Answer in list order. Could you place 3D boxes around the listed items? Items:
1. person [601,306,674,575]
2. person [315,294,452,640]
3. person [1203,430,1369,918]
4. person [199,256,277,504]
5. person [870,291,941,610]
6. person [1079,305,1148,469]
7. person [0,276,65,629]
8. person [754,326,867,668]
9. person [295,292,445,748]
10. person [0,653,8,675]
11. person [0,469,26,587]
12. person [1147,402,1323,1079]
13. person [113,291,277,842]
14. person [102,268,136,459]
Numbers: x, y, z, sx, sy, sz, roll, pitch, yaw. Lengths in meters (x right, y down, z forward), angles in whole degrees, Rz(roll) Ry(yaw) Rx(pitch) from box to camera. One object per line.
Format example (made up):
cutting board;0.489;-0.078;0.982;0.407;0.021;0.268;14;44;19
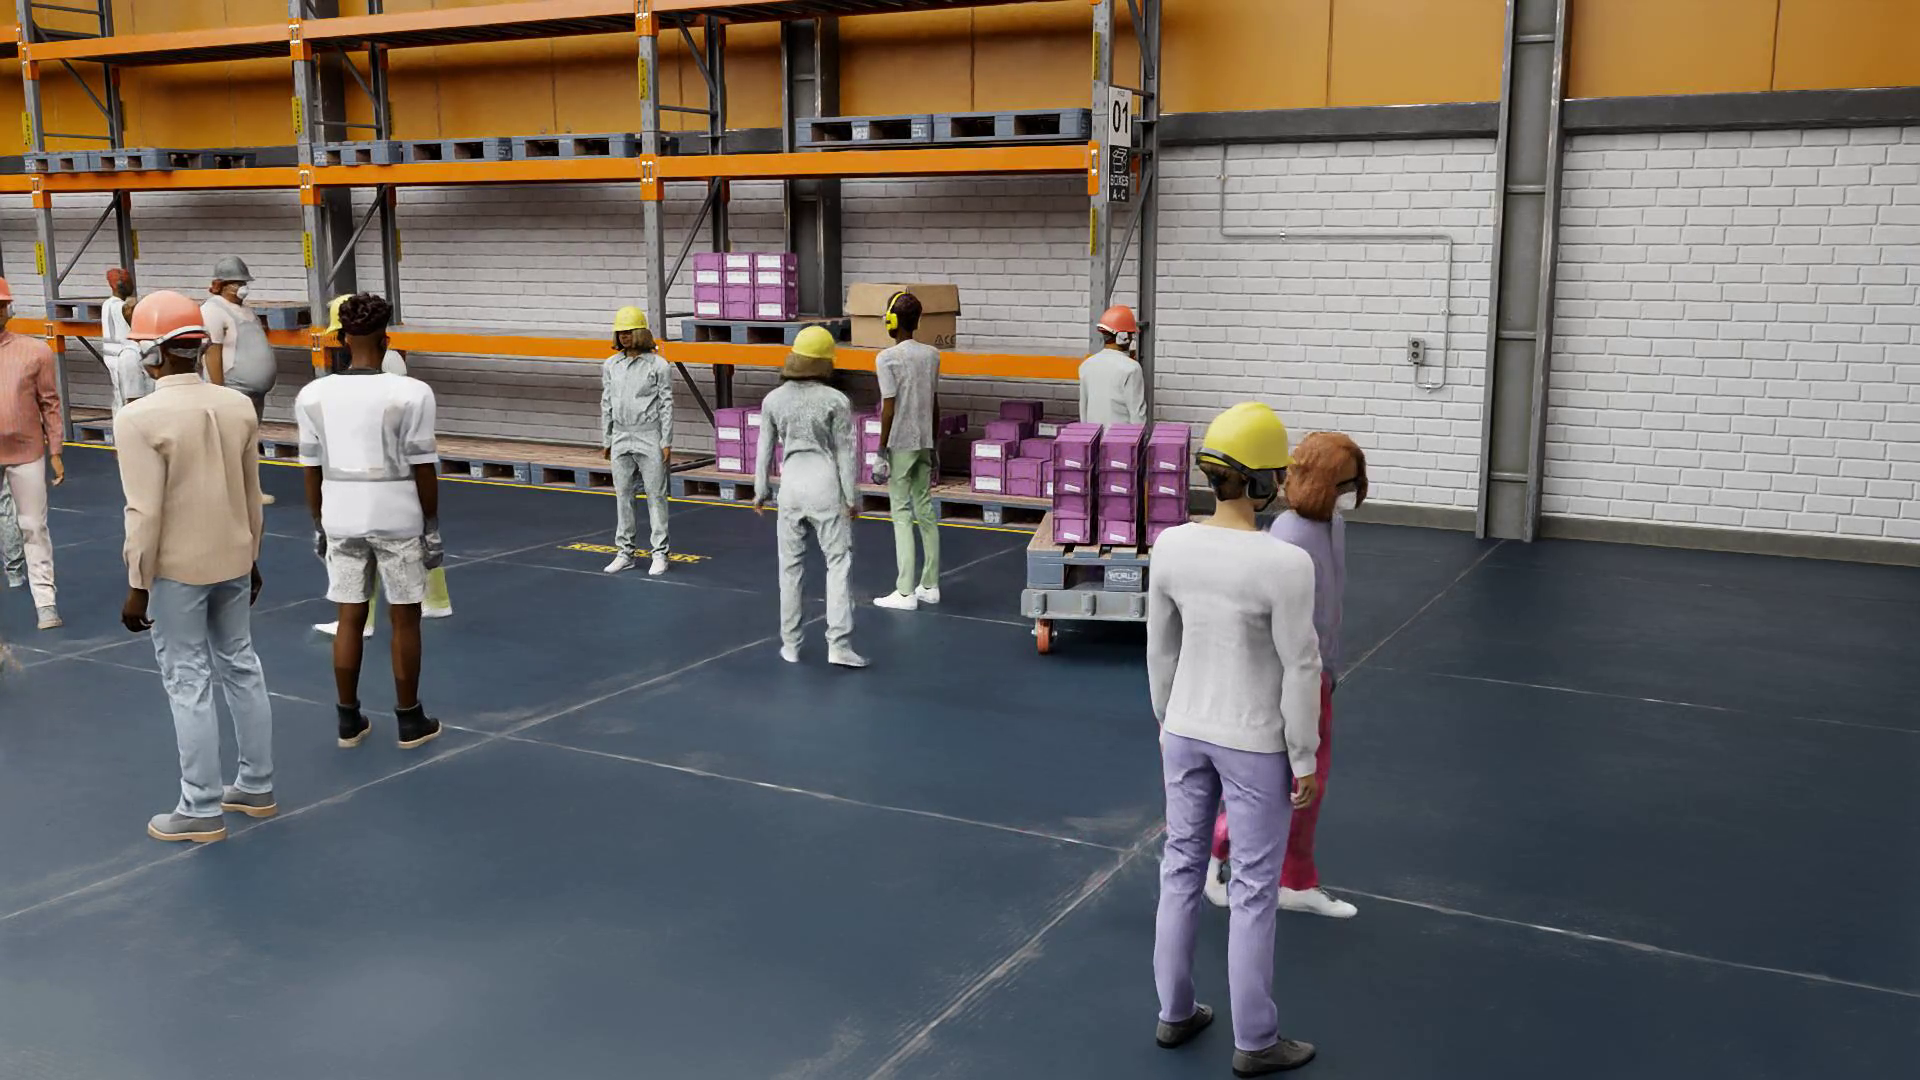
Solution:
person;-2.100;-0.637;10.783;0.492;1.742;0.319;3;11;15
person;-3.222;-0.413;9.204;0.523;1.885;0.744;0;10;2
person;1.016;0.440;5.218;0.488;1.607;0.563;6;12;31
person;-5.770;-1.259;13.375;0.536;2.000;0.688;1;10;3
person;-0.322;-0.521;9.800;0.330;1.872;0.512;9;14;41
person;1.004;-0.627;10.699;0.328;1.752;0.563;-8;13;-38
person;-5.314;-0.481;9.223;0.622;1.996;0.369;-5;12;-26
person;-0.781;-0.211;8.456;0.676;1.742;0.447;4;11;19
person;-2.502;-0.072;7.118;0.604;1.957;0.387;1;10;6
person;-4.861;-0.156;7.452;0.623;2.007;1.014;5;11;24
person;-6.112;-0.546;10.305;0.483;1.736;0.311;-8;13;-38
person;0.719;0.522;4.366;0.525;1.769;0.316;10;14;44
person;-2.798;0.098;6.060;0.394;1.992;0.622;4;11;20
person;-8.198;-1.717;16.314;0.337;1.882;0.583;-8;13;-38
